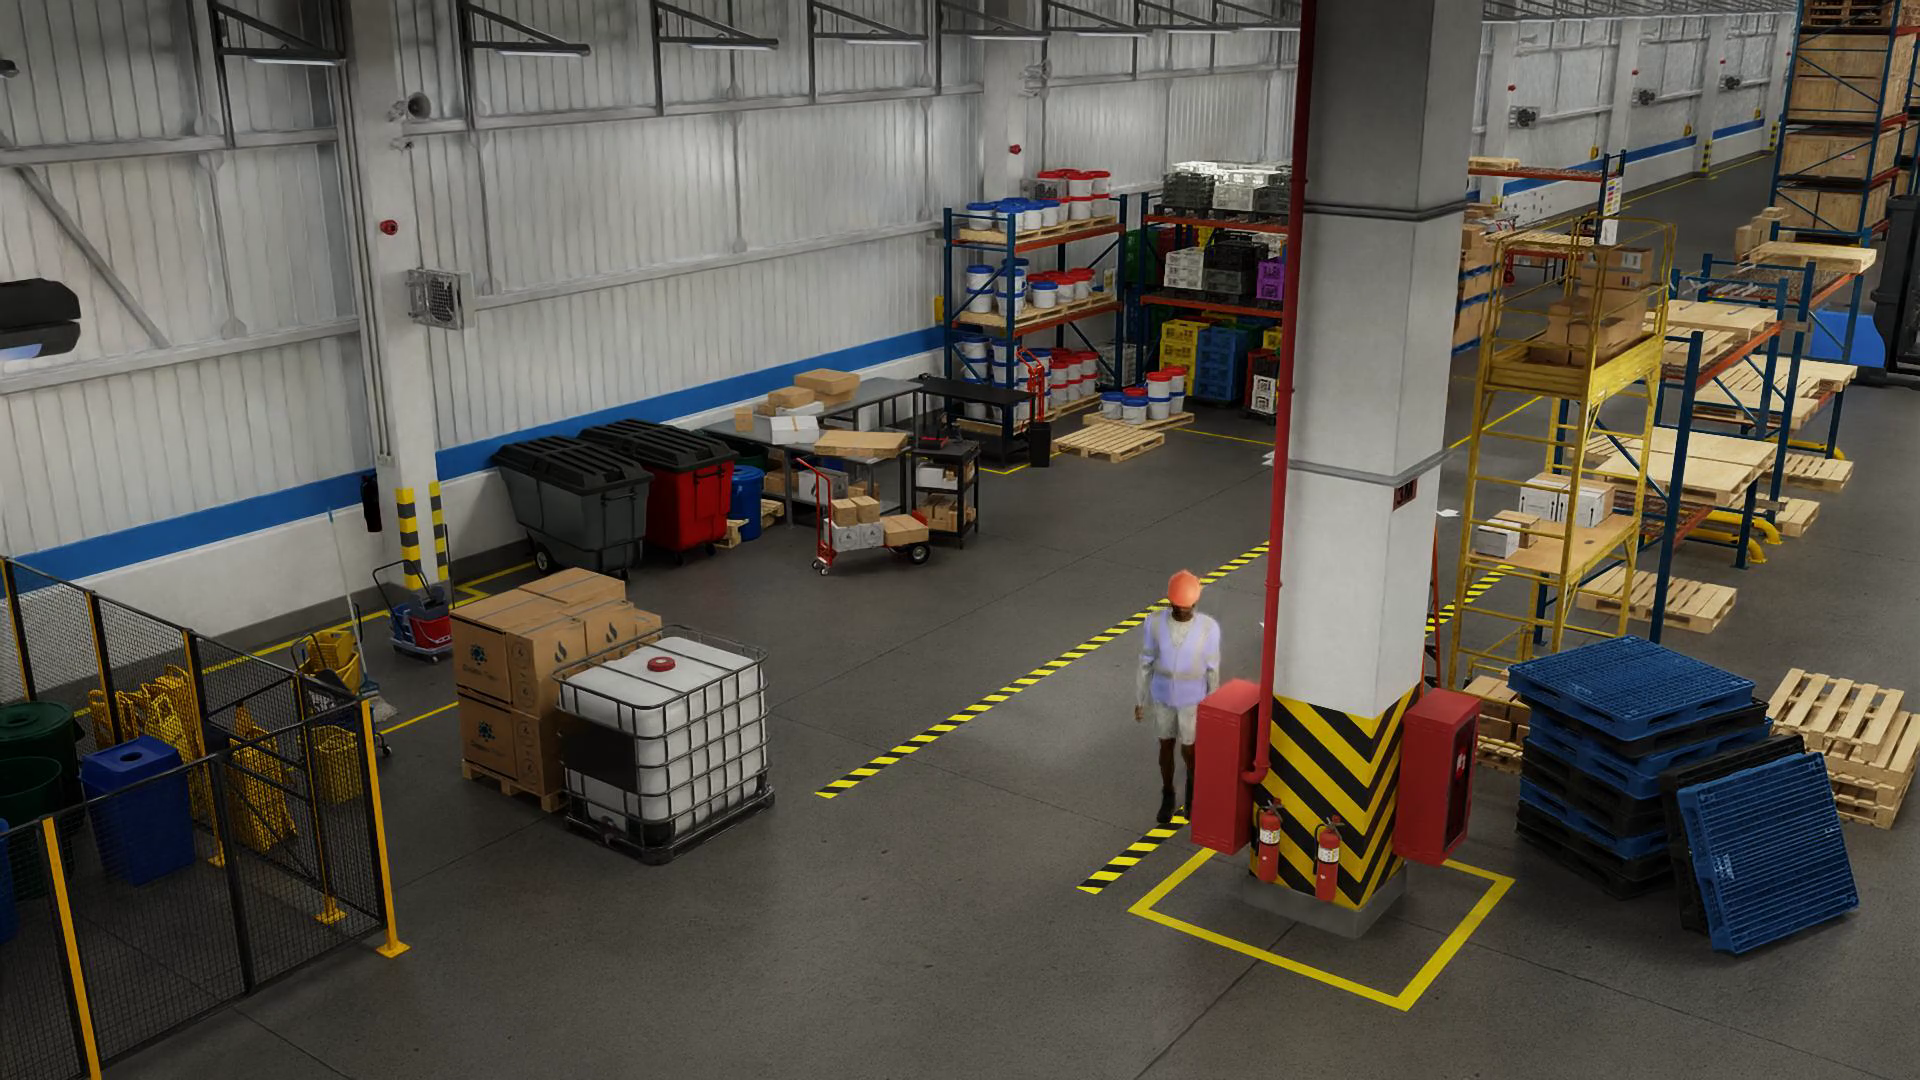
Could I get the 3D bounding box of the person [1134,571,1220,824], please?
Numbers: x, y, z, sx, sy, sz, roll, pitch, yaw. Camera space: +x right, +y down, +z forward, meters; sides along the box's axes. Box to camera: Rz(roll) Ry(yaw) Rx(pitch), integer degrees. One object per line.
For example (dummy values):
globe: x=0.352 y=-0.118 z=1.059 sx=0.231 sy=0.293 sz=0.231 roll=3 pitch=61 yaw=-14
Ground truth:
person: x=1.526 y=1.115 z=11.732 sx=0.564 sy=1.922 sz=0.430 roll=7 pitch=19 yaw=20

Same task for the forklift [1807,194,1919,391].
forklift: x=14.147 y=-3.795 z=25.234 sx=1.873 sy=2.768 sz=1.129 roll=13 pitch=22 yaw=34
